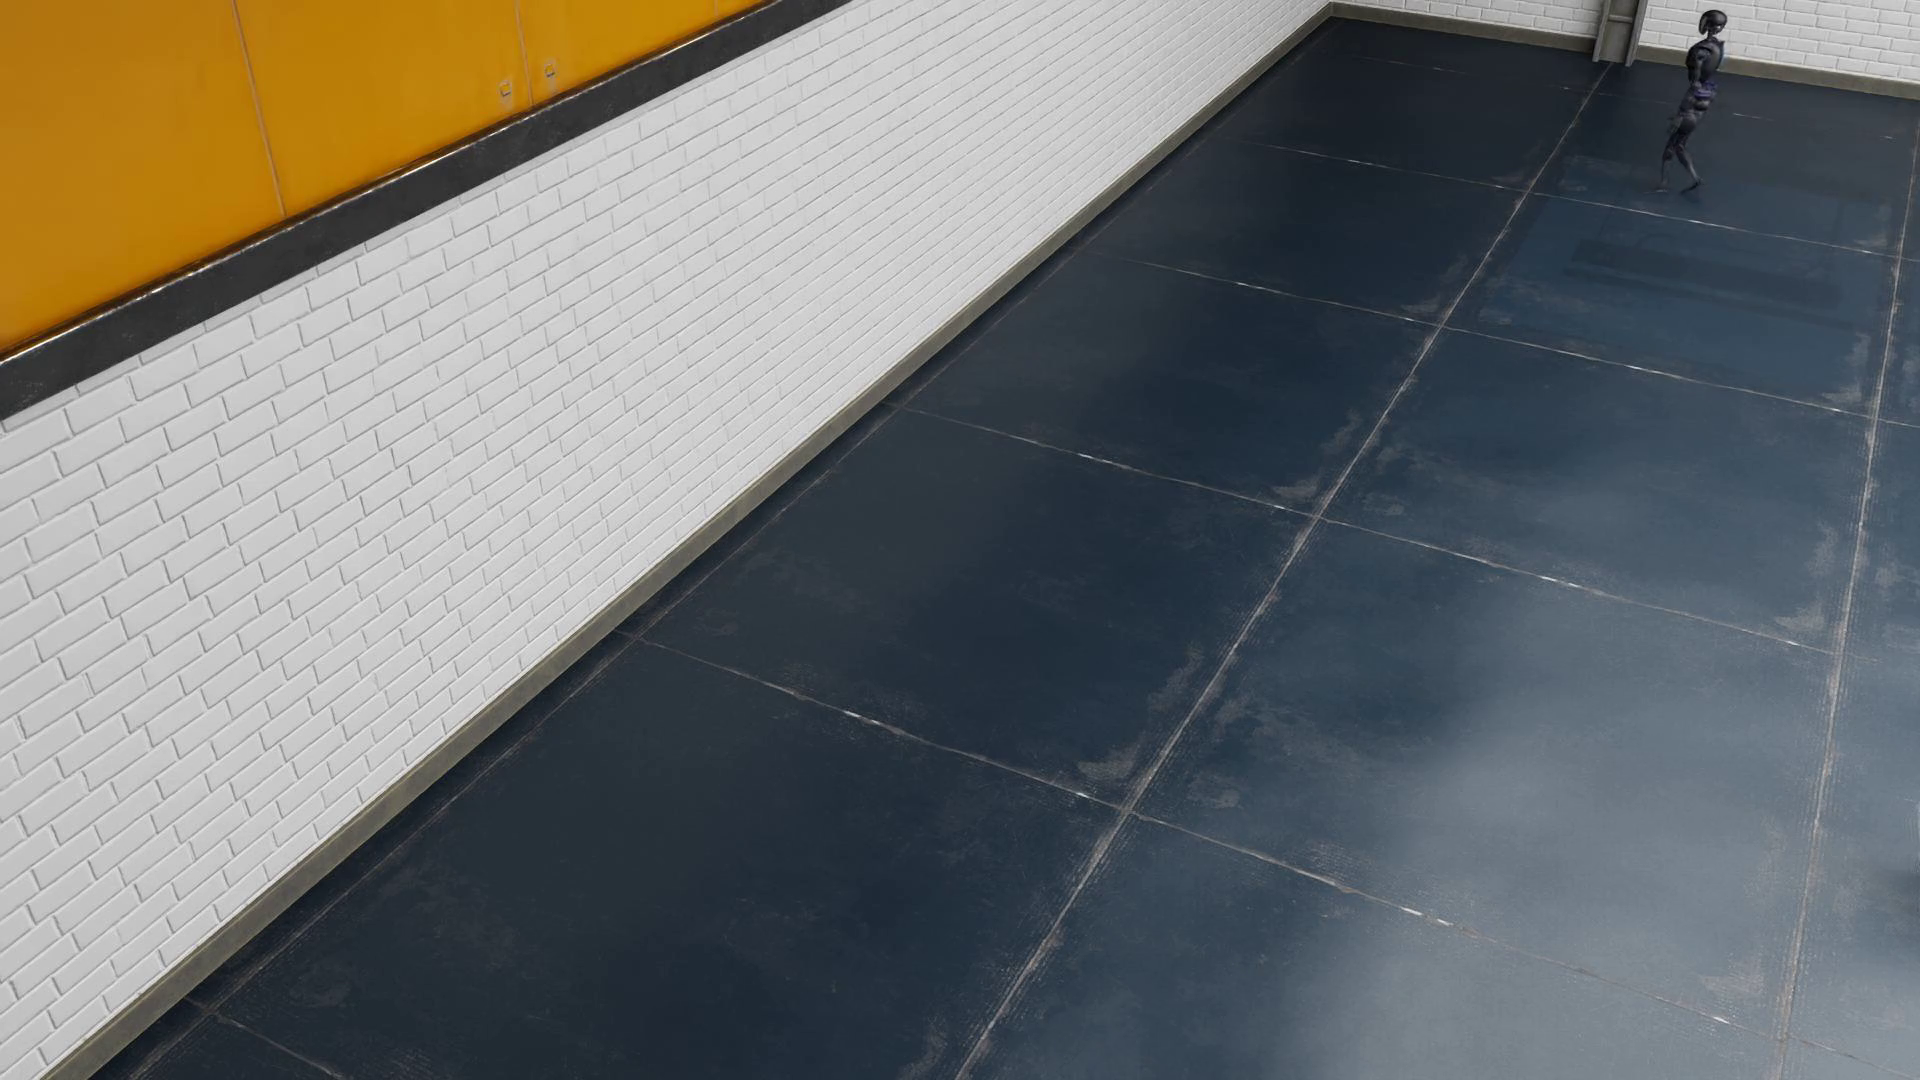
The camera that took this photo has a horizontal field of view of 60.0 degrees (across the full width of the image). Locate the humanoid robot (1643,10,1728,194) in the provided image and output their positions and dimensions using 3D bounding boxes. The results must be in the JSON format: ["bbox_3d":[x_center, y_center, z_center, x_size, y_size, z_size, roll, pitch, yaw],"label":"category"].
[{"bbox_3d":[6.319,-3.734,14.293,0.507,1.640,0.595,18,38,25],"label":"humanoid robot"}]
